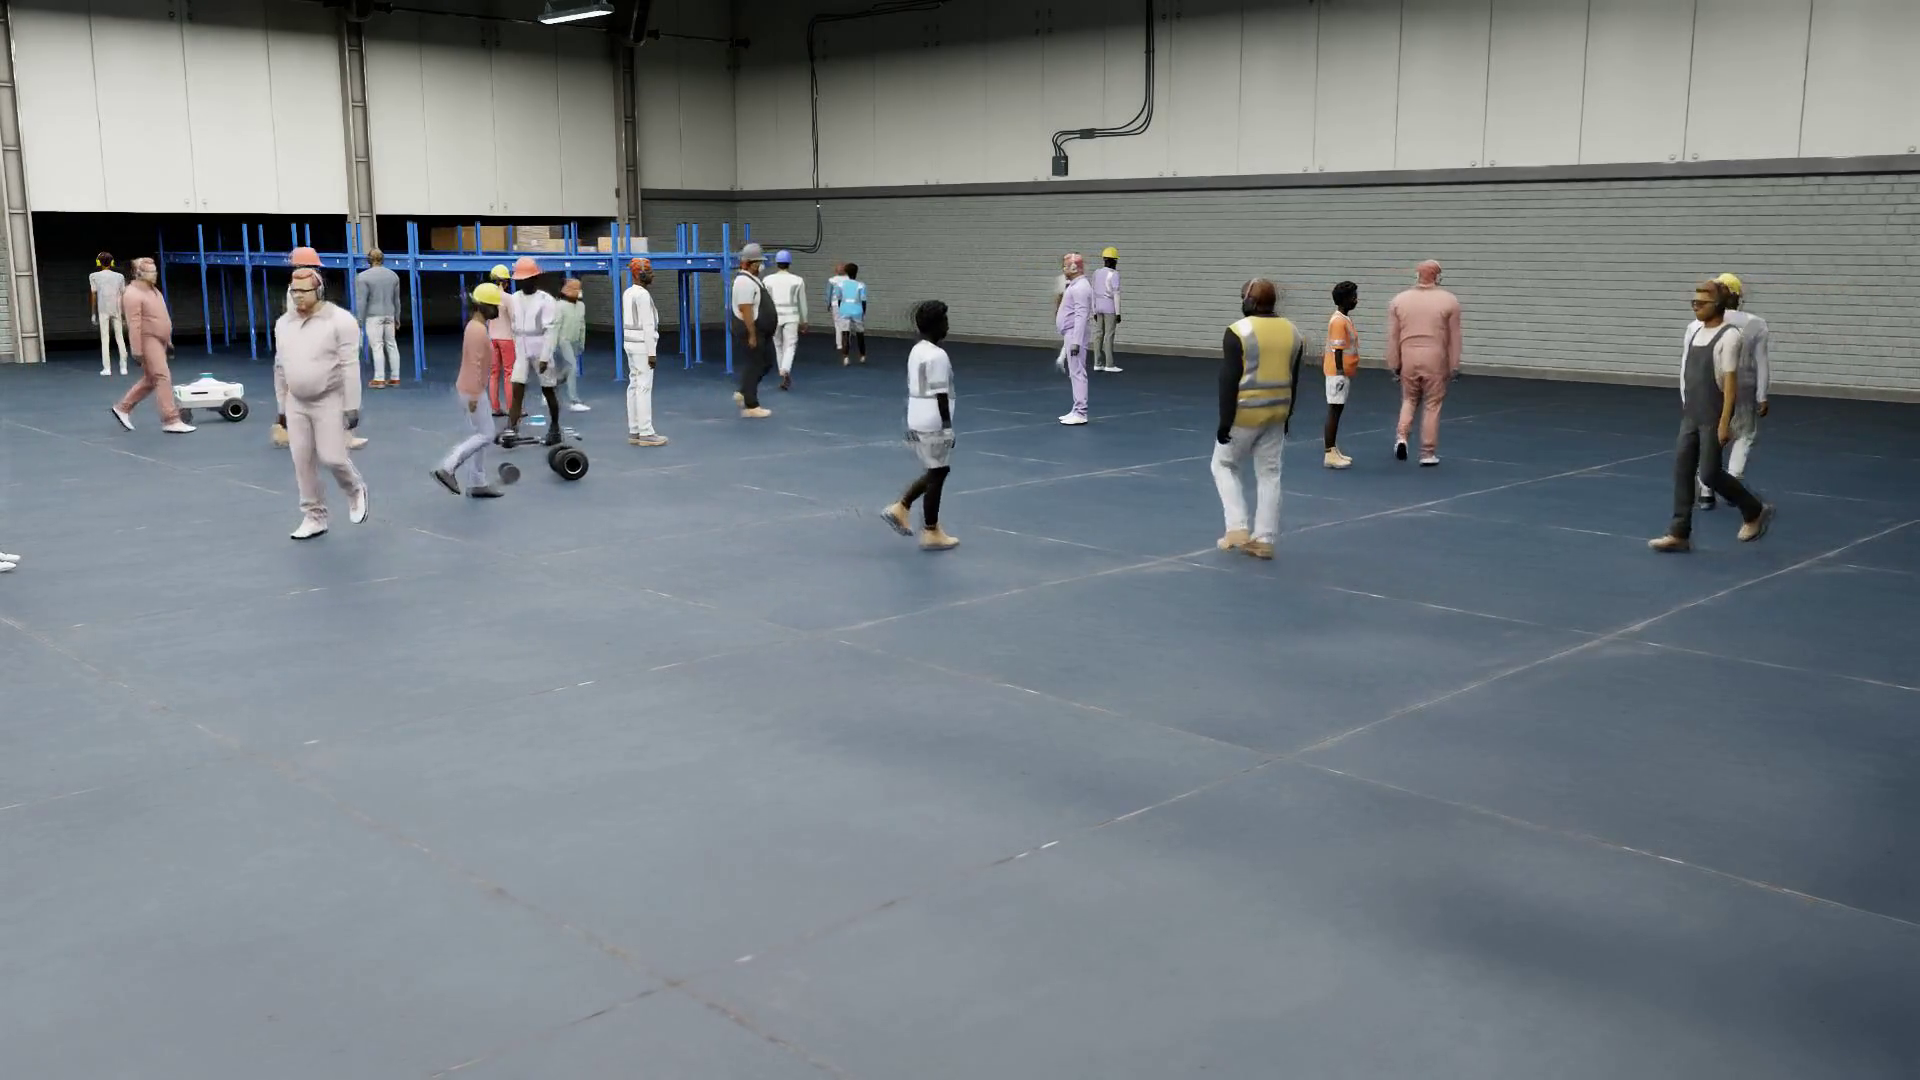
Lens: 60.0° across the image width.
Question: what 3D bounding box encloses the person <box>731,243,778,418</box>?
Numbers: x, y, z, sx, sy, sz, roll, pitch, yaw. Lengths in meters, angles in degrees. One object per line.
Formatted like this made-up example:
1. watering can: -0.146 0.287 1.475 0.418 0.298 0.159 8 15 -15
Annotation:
1. person: -2.396 -2.439 19.443 0.536 2.000 0.705 0 10 -1

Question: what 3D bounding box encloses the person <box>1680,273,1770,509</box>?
1. person: 5.872 -1.131 12.782 0.641 1.821 0.480 7 12 32

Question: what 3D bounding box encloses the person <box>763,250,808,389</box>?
1. person: -2.431 -3.056 23.053 0.621 1.915 0.909 1 10 5

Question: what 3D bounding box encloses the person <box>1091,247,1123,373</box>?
1. person: 2.293 -3.571 25.817 0.381 1.923 0.591 -8 13 -36

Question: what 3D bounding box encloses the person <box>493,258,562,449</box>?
1. person: -4.279 -1.848 16.544 0.544 1.879 0.982 4 11 20

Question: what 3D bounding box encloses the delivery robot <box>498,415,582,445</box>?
1. delivery robot: -3.677 -0.974 14.546 0.698 0.223 0.335 -5 11 -23

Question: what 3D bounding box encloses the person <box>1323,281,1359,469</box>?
1. person: 3.496 -1.521 15.259 0.315 1.696 0.541 3 11 16

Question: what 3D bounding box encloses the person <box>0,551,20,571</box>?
1. person: -6.217 -0.629 10.560 0.286 1.636 0.500 -5 11 -23

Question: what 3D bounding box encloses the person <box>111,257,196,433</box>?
1. person: -8.750 -2.095 17.879 0.860 1.881 0.640 -1 10 -8

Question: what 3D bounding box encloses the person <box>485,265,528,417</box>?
1. person: -5.342 -2.327 19.464 0.525 1.770 0.306 6 12 29

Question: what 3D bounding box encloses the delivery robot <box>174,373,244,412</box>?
1. delivery robot: -8.614 -1.675 19.078 0.707 0.478 0.477 -6 12 -31

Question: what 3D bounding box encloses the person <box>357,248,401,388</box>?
1. person: -8.098 -3.100 23.238 0.367 1.934 0.632 8 13 36

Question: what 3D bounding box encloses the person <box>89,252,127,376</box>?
1. person: -12.933 -3.437 25.285 0.506 1.859 0.320 -9 14 -40

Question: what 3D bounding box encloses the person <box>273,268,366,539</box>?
1. person: -4.496 -0.964 11.692 0.667 1.886 0.516 2 11 11

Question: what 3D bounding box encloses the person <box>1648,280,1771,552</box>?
1. person: 5.056 -0.823 11.118 0.724 1.825 0.517 -1 10 -8

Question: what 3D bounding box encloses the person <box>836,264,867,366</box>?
1. person: -1.761 -3.688 27.225 0.527 1.641 0.872 1 10 5

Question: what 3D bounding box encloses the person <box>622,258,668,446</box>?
1. person: -3.226 -1.913 16.889 0.354 1.883 0.572 -6 12 -31

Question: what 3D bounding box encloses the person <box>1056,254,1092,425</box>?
1. person: 1.278 -2.255 18.698 0.403 1.904 0.651 1 10 3

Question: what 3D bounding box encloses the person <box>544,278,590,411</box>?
1. person: -4.825 -2.385 20.242 0.700 1.598 0.537 5 11 24

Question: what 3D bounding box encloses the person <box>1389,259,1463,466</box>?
1. person: 4.305 -1.631 15.351 0.650 1.893 0.425 7 13 34

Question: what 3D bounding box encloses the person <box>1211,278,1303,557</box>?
1. person: 1.927 -0.806 10.996 0.653 1.830 0.521 -5 12 -27

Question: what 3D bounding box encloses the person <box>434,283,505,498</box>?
1. person: -3.901 -1.192 13.373 0.534 1.740 0.531 -3 11 -18

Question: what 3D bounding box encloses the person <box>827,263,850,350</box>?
1. person: -2.206 -4.339 30.910 0.539 1.593 0.871 -1 10 -7

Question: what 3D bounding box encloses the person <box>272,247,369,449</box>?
1. person: -6.458 -1.903 16.546 0.953 2.001 0.627 -2 11 -11

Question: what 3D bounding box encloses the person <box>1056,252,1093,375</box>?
1. person: 1.702 -3.331 24.697 0.523 1.855 0.454 9 13 39

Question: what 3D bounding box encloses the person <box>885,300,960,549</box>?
1. person: -0.213 -0.773 11.218 0.419 1.683 0.540 -3 11 -14
